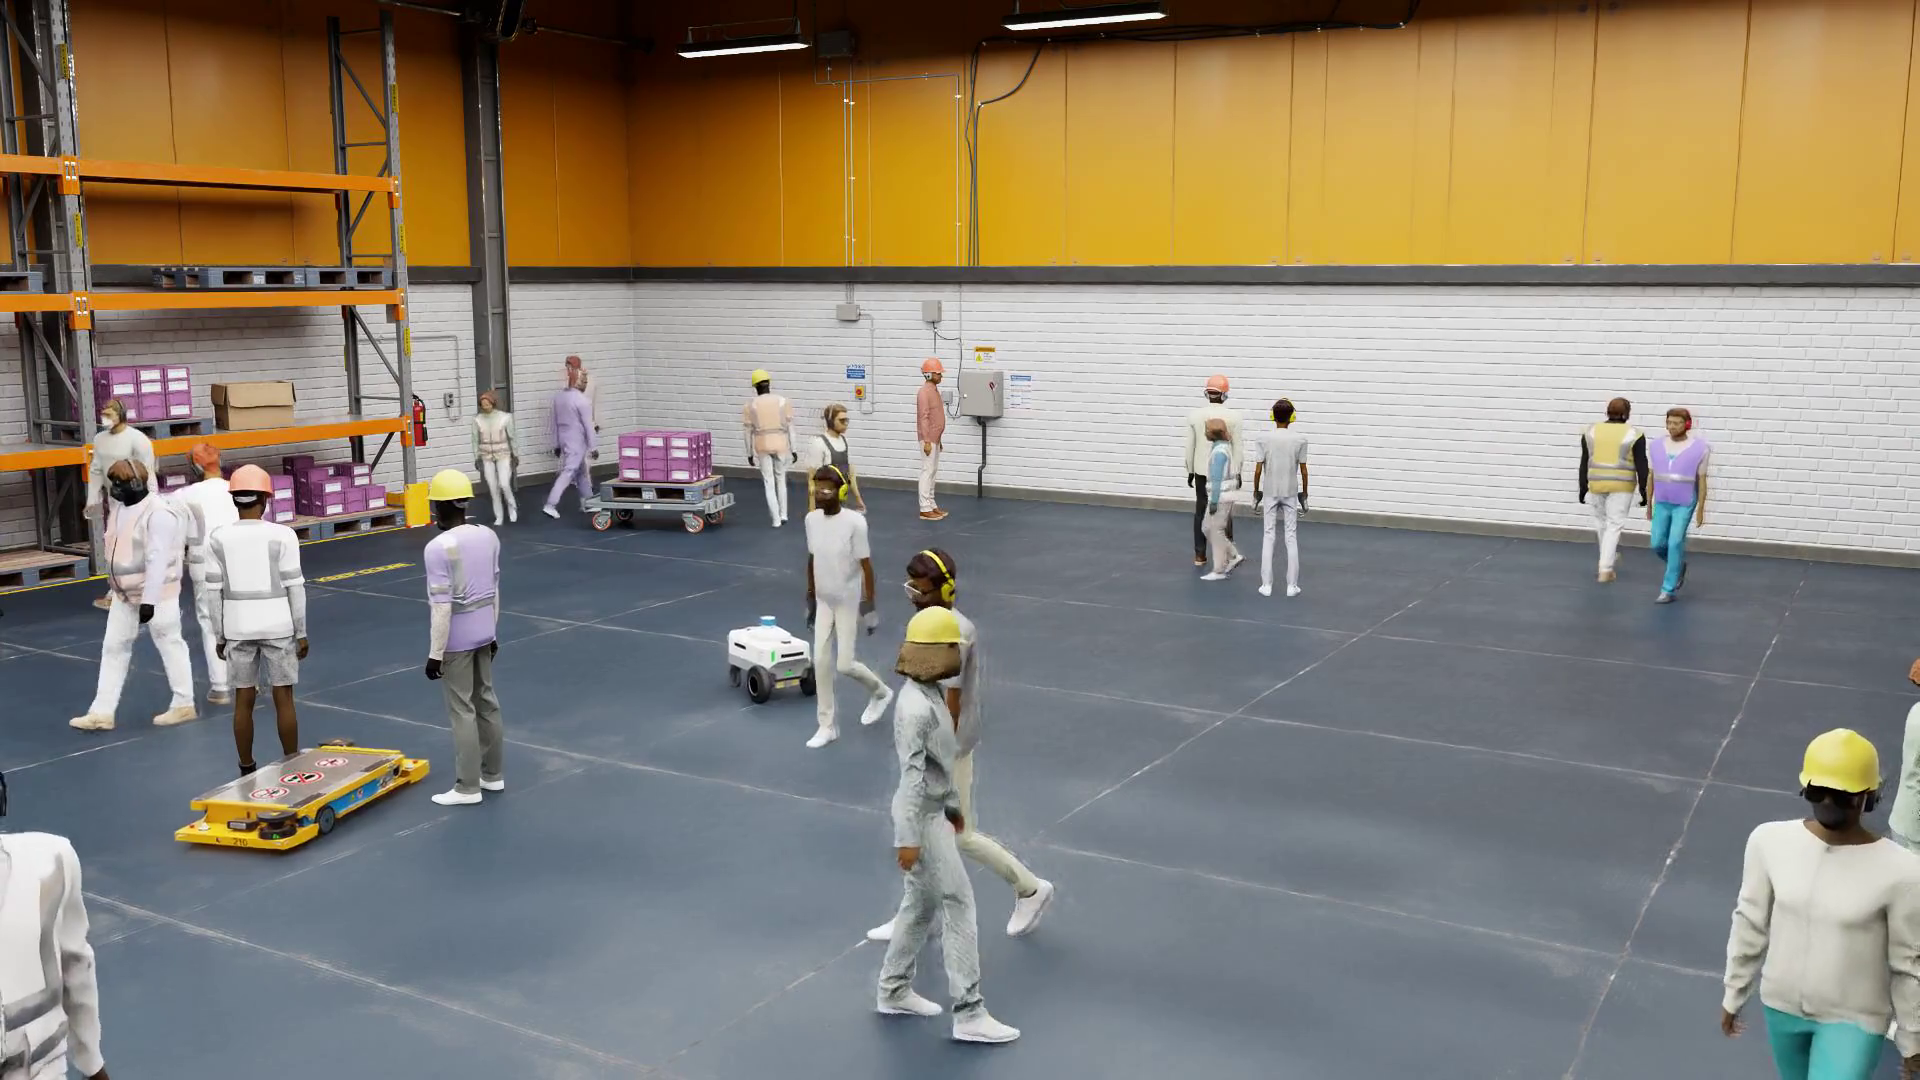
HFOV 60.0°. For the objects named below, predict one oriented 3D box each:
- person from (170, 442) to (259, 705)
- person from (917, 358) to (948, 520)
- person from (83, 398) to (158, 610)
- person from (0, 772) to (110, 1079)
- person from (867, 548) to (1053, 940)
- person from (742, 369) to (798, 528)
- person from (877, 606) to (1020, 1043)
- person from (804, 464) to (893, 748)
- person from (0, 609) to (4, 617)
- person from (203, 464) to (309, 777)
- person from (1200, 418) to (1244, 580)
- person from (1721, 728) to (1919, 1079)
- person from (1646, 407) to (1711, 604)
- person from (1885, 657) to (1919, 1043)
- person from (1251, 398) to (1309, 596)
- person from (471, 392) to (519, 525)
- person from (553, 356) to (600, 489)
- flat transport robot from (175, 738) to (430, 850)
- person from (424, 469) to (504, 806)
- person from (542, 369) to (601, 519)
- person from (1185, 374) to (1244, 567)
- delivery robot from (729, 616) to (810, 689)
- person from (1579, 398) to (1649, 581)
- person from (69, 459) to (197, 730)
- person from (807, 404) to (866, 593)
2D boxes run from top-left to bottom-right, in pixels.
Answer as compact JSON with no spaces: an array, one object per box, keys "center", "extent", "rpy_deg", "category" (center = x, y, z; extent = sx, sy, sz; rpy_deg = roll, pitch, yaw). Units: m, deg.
[{"center":[-5.168,0.243,11.658],"extent":[0.621,1.859,0.518],"rpy_deg":[-8,12,-41],"category":"person"},{"center":[-0.348,-1.251,20.576],"extent":[0.380,1.995,0.611],"rpy_deg":[2,9,12],"category":"person"},{"center":[-7.648,-0.322,15.054],"extent":[0.636,1.896,0.960],"rpy_deg":[5,10,27],"category":"person"},{"center":[-2.515,1.418,4.293],"extent":[0.451,1.872,0.608],"rpy_deg":[8,12,40],"category":"person"},{"center":[0.019,0.929,7.473],"extent":[0.754,1.841,0.525],"rpy_deg":[-3,10,-20],"category":"person"},{"center":[-2.287,-1.095,19.951],"extent":[0.643,1.878,0.718],"rpy_deg":[-2,9,-15],"category":"person"},{"center":[-0.047,1.122,6.643],"extent":[0.653,1.708,0.528],"rpy_deg":[0,9,3],"category":"person"},{"center":[-0.739,0.402,10.757],"extent":[0.580,1.839,0.633],"rpy_deg":[6,11,34],"category":"person"},{"center":[-8.714,-0.250,14.511],"extent":[0.550,1.933,0.371],"rpy_deg":[0,9,3],"category":"person"},{"center":[-4.085,0.522,9.711],"extent":[0.543,1.928,0.374],"rpy_deg":[-1,9,-8],"category":"person"},{"center":[2.559,-0.398,16.400],"extent":[0.376,1.623,0.515],"rpy_deg":[1,9,4],"category":"person"},{"center":[2.584,1.382,4.962],"extent":[0.909,1.724,0.532],"rpy_deg":[-7,12,-38],"category":"person"},{"center":[6.644,-0.332,15.385],"extent":[0.627,1.827,0.561],"rpy_deg":[-8,12,-41],"category":"person"},{"center":[3.834,1.172,6.571],"extent":[0.277,1.632,0.502],"rpy_deg":[9,13,43],"category":"person"},{"center":[3.017,-0.401,15.661],"extent":[0.532,1.869,0.311],"rpy_deg":[1,9,9],"category":"person"},{"center":[-5.594,-0.973,19.996],"extent":[0.539,1.618,0.387],"rpy_deg":[1,9,3],"category":"person"},{"center":[-5.456,-1.655,23.481],"extent":[0.824,1.869,0.669],"rpy_deg":[7,11,37],"category":"person"},{"center":[-3.658,1.405,9.357],"extent":[0.652,0.197,1.431],"rpy_deg":[2,9,13],"category":"flat transport robot"},{"center":[-2.858,0.555,9.507],"extent":[0.379,1.925,0.594],"rpy_deg":[3,10,19],"category":"person"},{"center":[-4.812,-1.193,20.686],"extent":[0.654,1.854,1.008],"rpy_deg":[9,13,44],"category":"person"},{"center":[2.642,-0.717,17.239],"extent":[0.613,1.995,0.390],"rpy_deg":[4,10,26],"category":"person"},{"center":[-1.381,0.793,12.000],"extent":[0.477,0.478,0.707],"rpy_deg":[-6,11,-34],"category":"delivery robot"},{"center":[6.572,-0.516,16.593],"extent":[0.897,1.799,0.642],"rpy_deg":[-9,13,-43],"category":"person"},{"center":[-5.493,0.384,10.963],"extent":[0.630,1.810,0.864],"rpy_deg":[5,11,30],"category":"person"},{"center":[-1.131,-0.360,15.562],"extent":[0.765,1.817,0.518],"rpy_deg":[4,10,23],"category":"person"}]
